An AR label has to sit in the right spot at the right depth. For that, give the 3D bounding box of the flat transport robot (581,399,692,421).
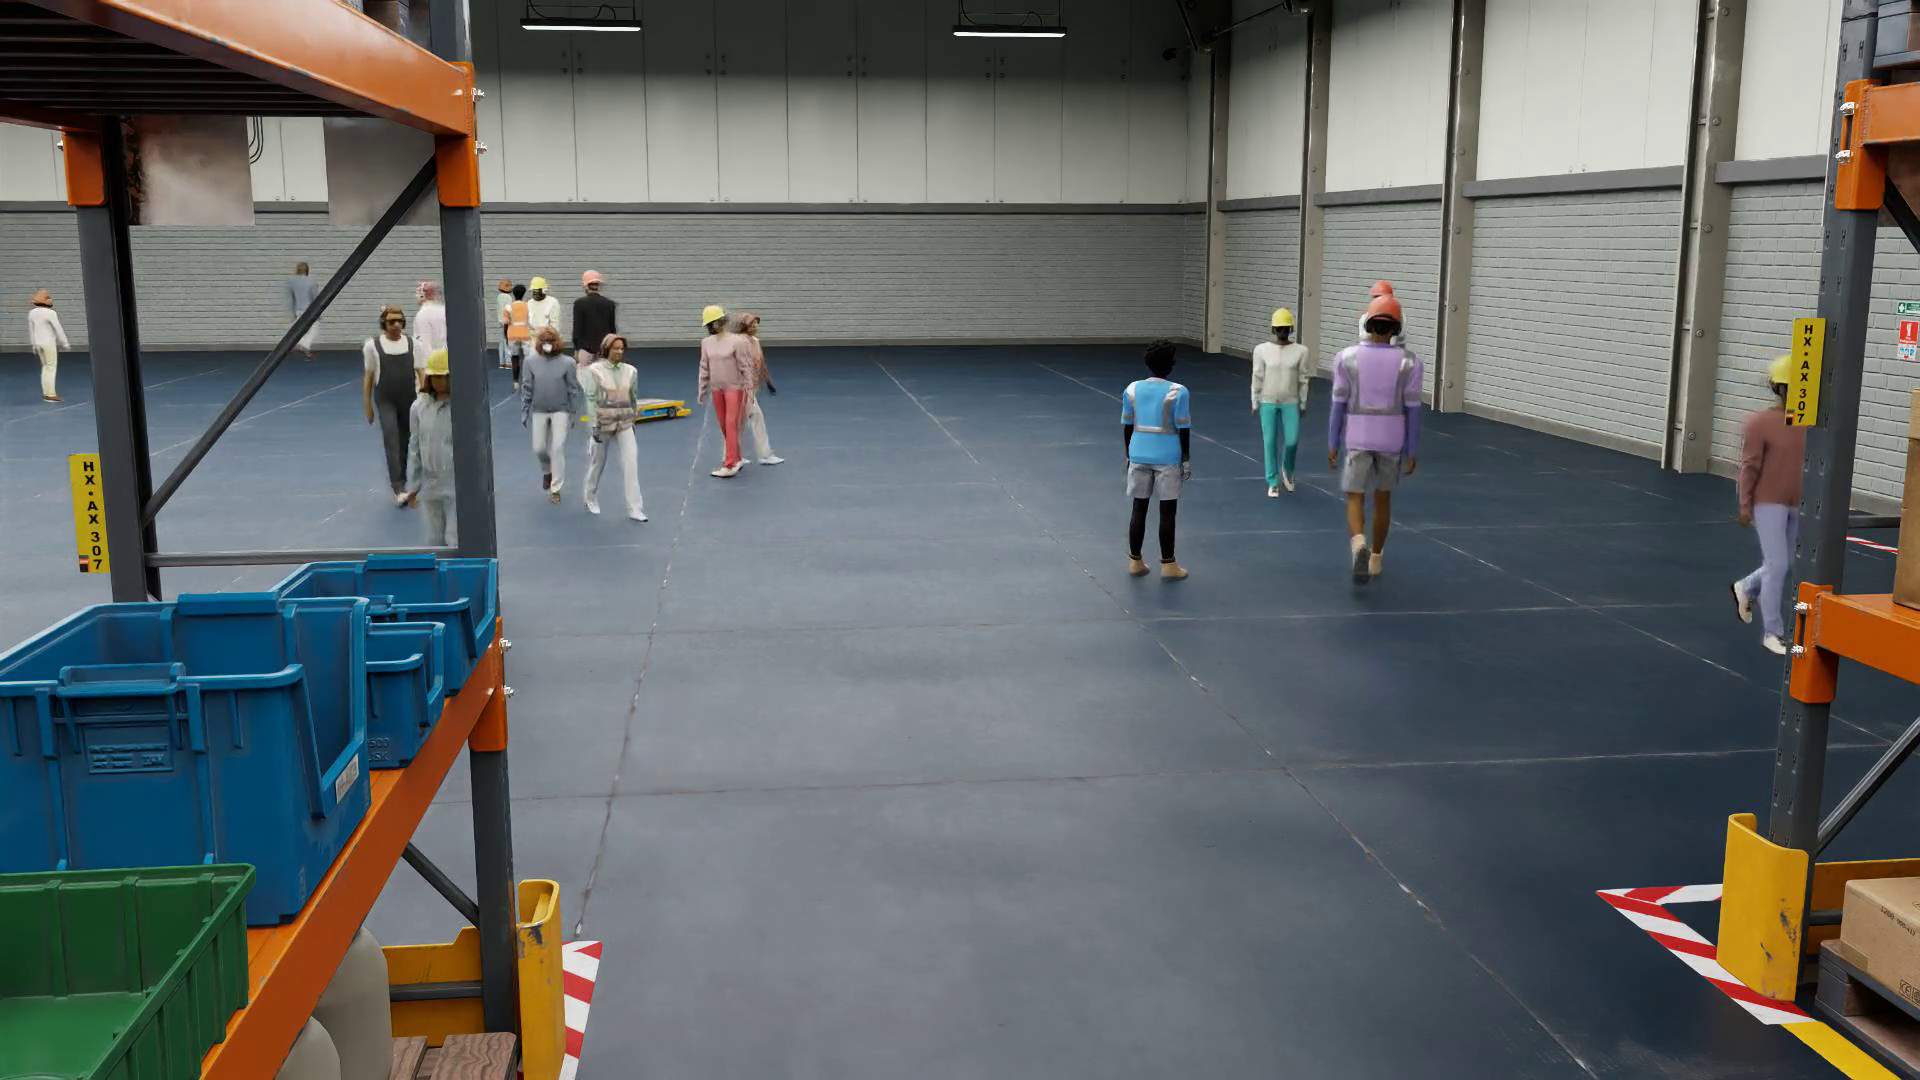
[{"bbox_3d":[-4.243,-1.703,21.862,0.652,0.197,1.431,6,12,30],"label":"flat transport robot"}]

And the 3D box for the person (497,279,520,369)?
[{"bbox_3d":[-8.304,-3.957,30.481,0.268,1.632,0.507,-9,14,-41],"label":"person"}]

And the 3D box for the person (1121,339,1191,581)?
[{"bbox_3d":[1.387,-0.563,11.700,0.540,1.695,0.317,7,13,35],"label":"person"}]

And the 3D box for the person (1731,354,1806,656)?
[{"bbox_3d":[4.791,-0.235,9.779,0.522,1.740,0.673,-2,11,-11],"label":"person"}]

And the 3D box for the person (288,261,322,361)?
[{"bbox_3d":[-12.664,-4.414,32.180,0.651,1.928,0.469,3,11,14],"label":"person"}]

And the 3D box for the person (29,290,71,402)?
[{"bbox_3d":[-13.332,-2.833,24.328,0.515,1.631,0.318,5,11,25],"label":"person"}]

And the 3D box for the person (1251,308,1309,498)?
[{"bbox_3d":[2.952,-1.259,15.371,0.530,1.755,0.363,1,10,8],"label":"person"}]

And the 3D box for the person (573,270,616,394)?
[{"bbox_3d":[-4.713,-2.488,21.467,0.653,1.979,0.461,-10,14,-42],"label":"person"}]

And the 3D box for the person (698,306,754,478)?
[{"bbox_3d":[-2.363,-1.499,16.803,0.591,1.712,0.744,5,12,26],"label":"person"}]

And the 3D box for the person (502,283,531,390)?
[{"bbox_3d":[-6.886,-3.175,26.055,0.543,1.675,0.497,-2,11,-13],"label":"person"}]

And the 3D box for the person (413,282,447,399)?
[{"bbox_3d":[-6.469,-2.244,20.486,0.989,1.862,0.641,3,11,14],"label":"person"}]

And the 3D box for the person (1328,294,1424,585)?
[{"bbox_3d":[2.858,-0.679,11.464,0.617,2.018,0.820,2,11,13],"label":"person"}]

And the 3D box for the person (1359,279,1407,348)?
[{"bbox_3d":[4.682,-1.926,18.525,0.546,1.939,0.370,-1,10,-4],"label":"person"}]

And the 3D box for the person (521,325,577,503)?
[{"bbox_3d":[-3.739,-1.161,15.217,0.505,1.615,0.512,-1,10,-5],"label":"person"}]

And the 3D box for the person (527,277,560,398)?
[{"bbox_3d":[-6.235,-2.985,24.679,0.605,1.798,0.807,4,11,20],"label":"person"}]

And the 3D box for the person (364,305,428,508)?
[{"bbox_3d":[-5.030,-1.201,14.916,0.516,1.796,0.944,-7,13,-34],"label":"person"}]

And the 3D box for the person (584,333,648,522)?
[{"bbox_3d":[-3.003,-0.980,14.263,0.513,1.598,0.846,-7,13,-35],"label":"person"}]

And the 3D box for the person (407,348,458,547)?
[{"bbox_3d":[-3.175,-0.350,10.436,0.489,1.721,0.679,2,11,13],"label":"person"}]

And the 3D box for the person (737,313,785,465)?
[{"bbox_3d":[-2.149,-1.578,17.521,0.789,1.604,0.531,2,10,10],"label":"person"}]
